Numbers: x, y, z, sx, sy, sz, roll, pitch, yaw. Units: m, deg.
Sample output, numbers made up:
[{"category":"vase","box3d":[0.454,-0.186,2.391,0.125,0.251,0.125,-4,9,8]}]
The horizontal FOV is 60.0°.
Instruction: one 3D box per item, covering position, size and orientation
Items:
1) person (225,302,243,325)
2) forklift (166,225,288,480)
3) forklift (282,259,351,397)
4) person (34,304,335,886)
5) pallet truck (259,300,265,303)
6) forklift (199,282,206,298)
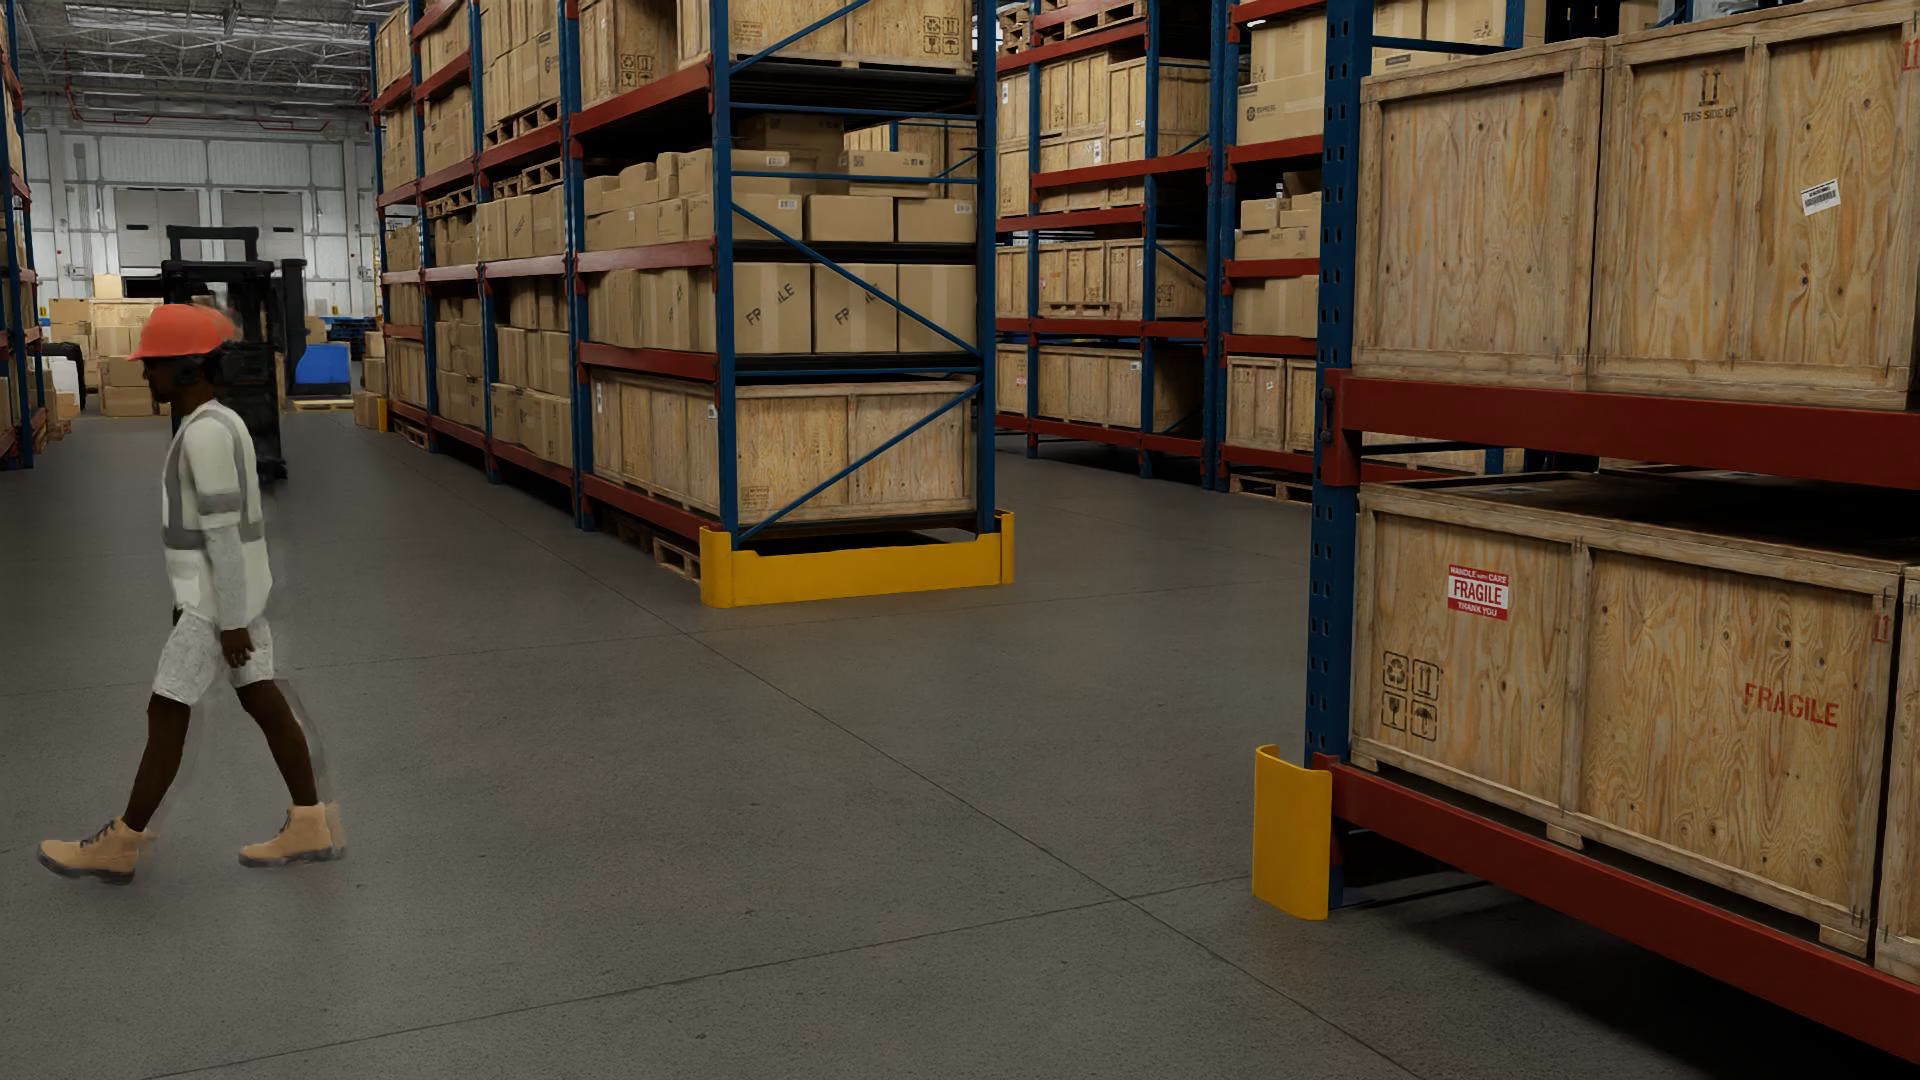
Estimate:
[{"category":"person","box3d":[-20.622,-5.791,47.299,0.630,1.930,0.383,2,8,13]},{"category":"forklift","box3d":[-8.288,-2.108,18.622,1.129,2.768,1.873,-4,9,-26]},{"category":"forklift","box3d":[-13.505,-4.315,33.843,1.873,2.768,1.129,-4,9,-27]},{"category":"person","box3d":[-2.711,0.196,5.764,1.018,1.992,0.629,-3,9,-17]},{"category":"pallet truck","box3d":[-23.913,-7.404,58.171,1.885,1.965,0.823,-1,8,-9]},{"category":"forklift","box3d":[-23.801,-6.887,51.578,1.873,2.768,1.129,6,10,37]}]
